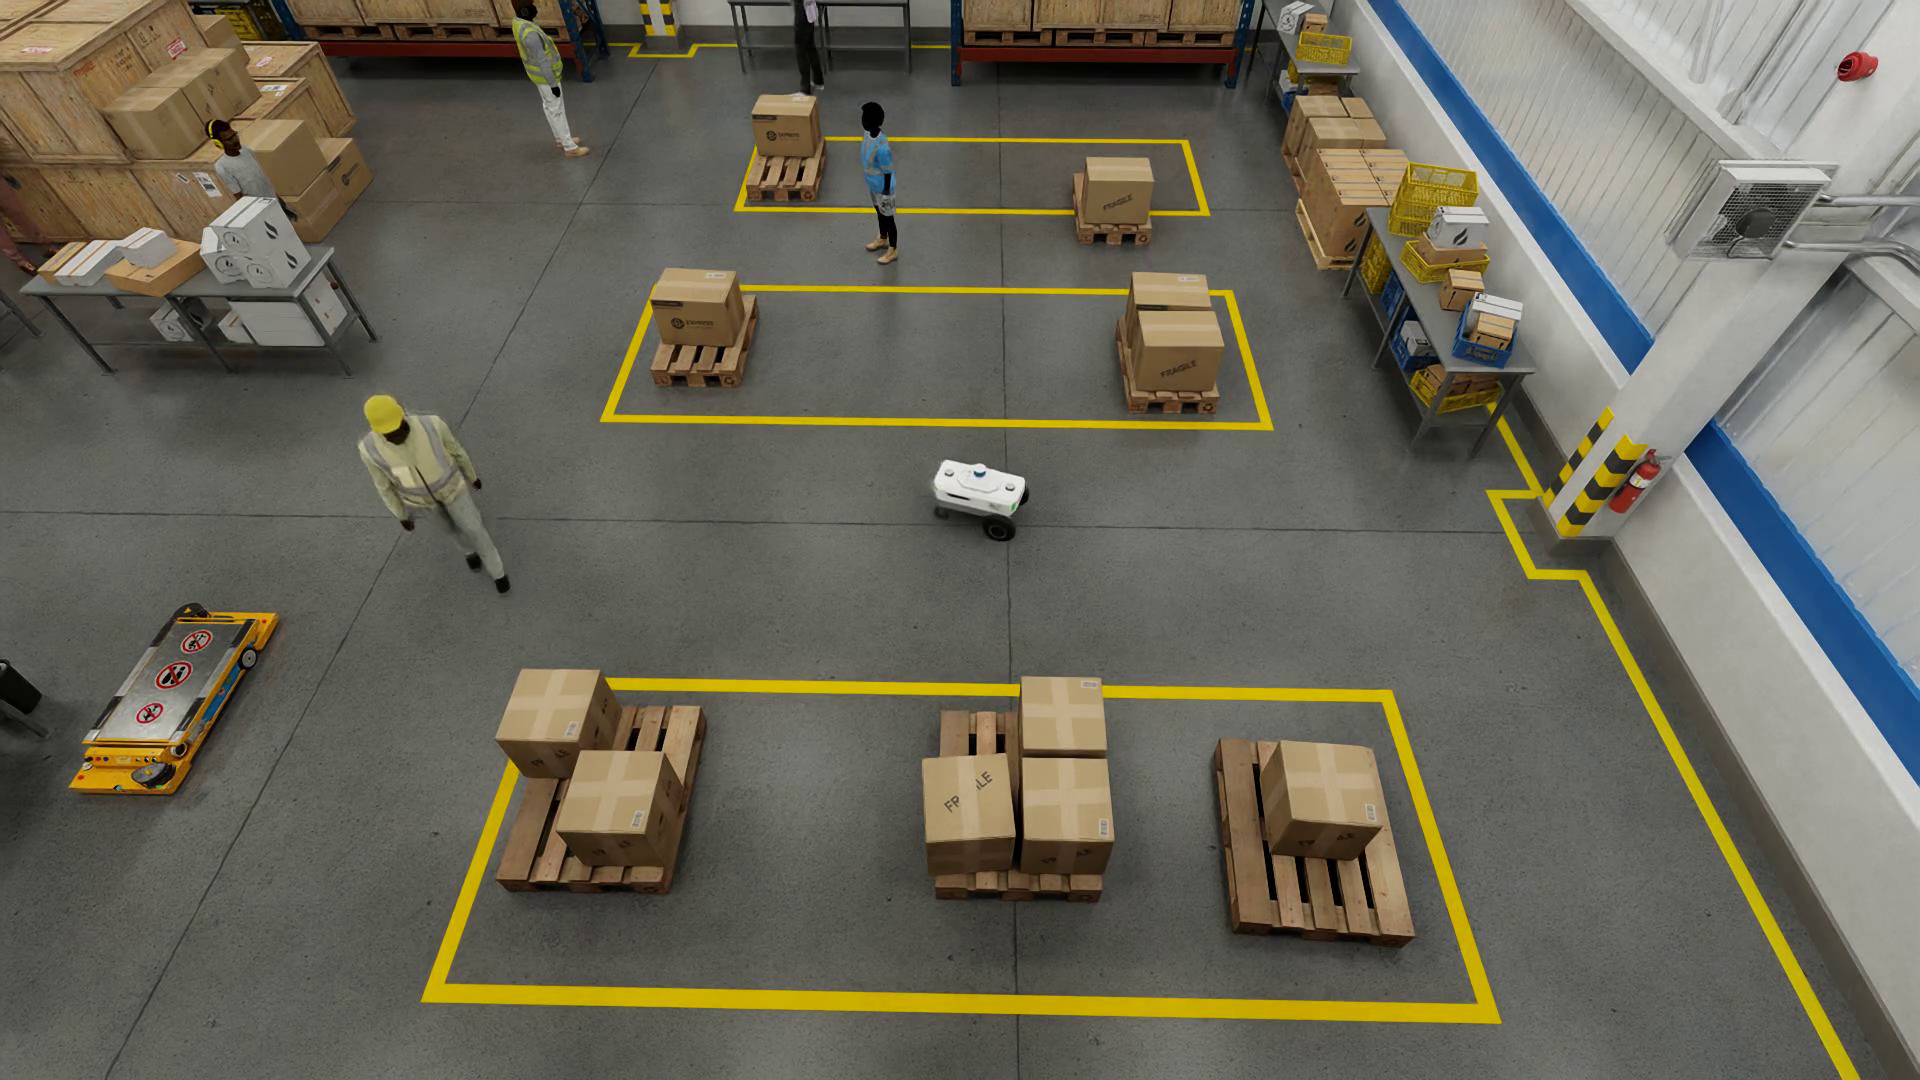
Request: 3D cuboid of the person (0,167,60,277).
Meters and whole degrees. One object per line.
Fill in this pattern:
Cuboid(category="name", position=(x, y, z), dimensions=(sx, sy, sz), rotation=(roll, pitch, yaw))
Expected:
Cuboid(category="person", position=(-10.046, -3.652, 9.376), dimensions=(0.403, 1.906, 0.651), rotation=(8, 50, 7))

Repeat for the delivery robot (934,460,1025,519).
Cuboid(category="delivery robot", position=(0.155, -0.417, 7.458), dimensions=(0.707, 0.478, 0.477), rotation=(14, 51, 12))

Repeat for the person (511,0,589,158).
Cuboid(category="person", position=(-4.980, -5.593, 11.060), dimensions=(0.429, 1.844, 0.626), rotation=(-27, 55, -21))

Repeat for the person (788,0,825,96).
Cuboid(category="person", position=(-2.106, -6.860, 12.106), dimensions=(0.479, 1.896, 0.607), rotation=(1, 50, 1))

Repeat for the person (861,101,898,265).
Cuboid(category="person", position=(-0.841, -3.706, 9.556), dimensions=(0.322, 1.697, 0.533), rotation=(-18, 52, -15))

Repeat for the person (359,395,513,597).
Cuboid(category="person", position=(-3.763, -0.278, 6.588), dimensions=(0.605, 1.799, 0.789), rotation=(-23, 53, -18))

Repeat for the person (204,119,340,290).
Cuboid(category="person", position=(-6.774, -3.200, 9.023), dimensions=(0.328, 1.862, 0.521), rotation=(1, 50, 1))

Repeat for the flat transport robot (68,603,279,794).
Cuboid(category="flat transport robot", position=(-5.504, 1.072, 6.442), dimensions=(0.652, 0.197, 1.431), rotation=(1, 50, 1))
